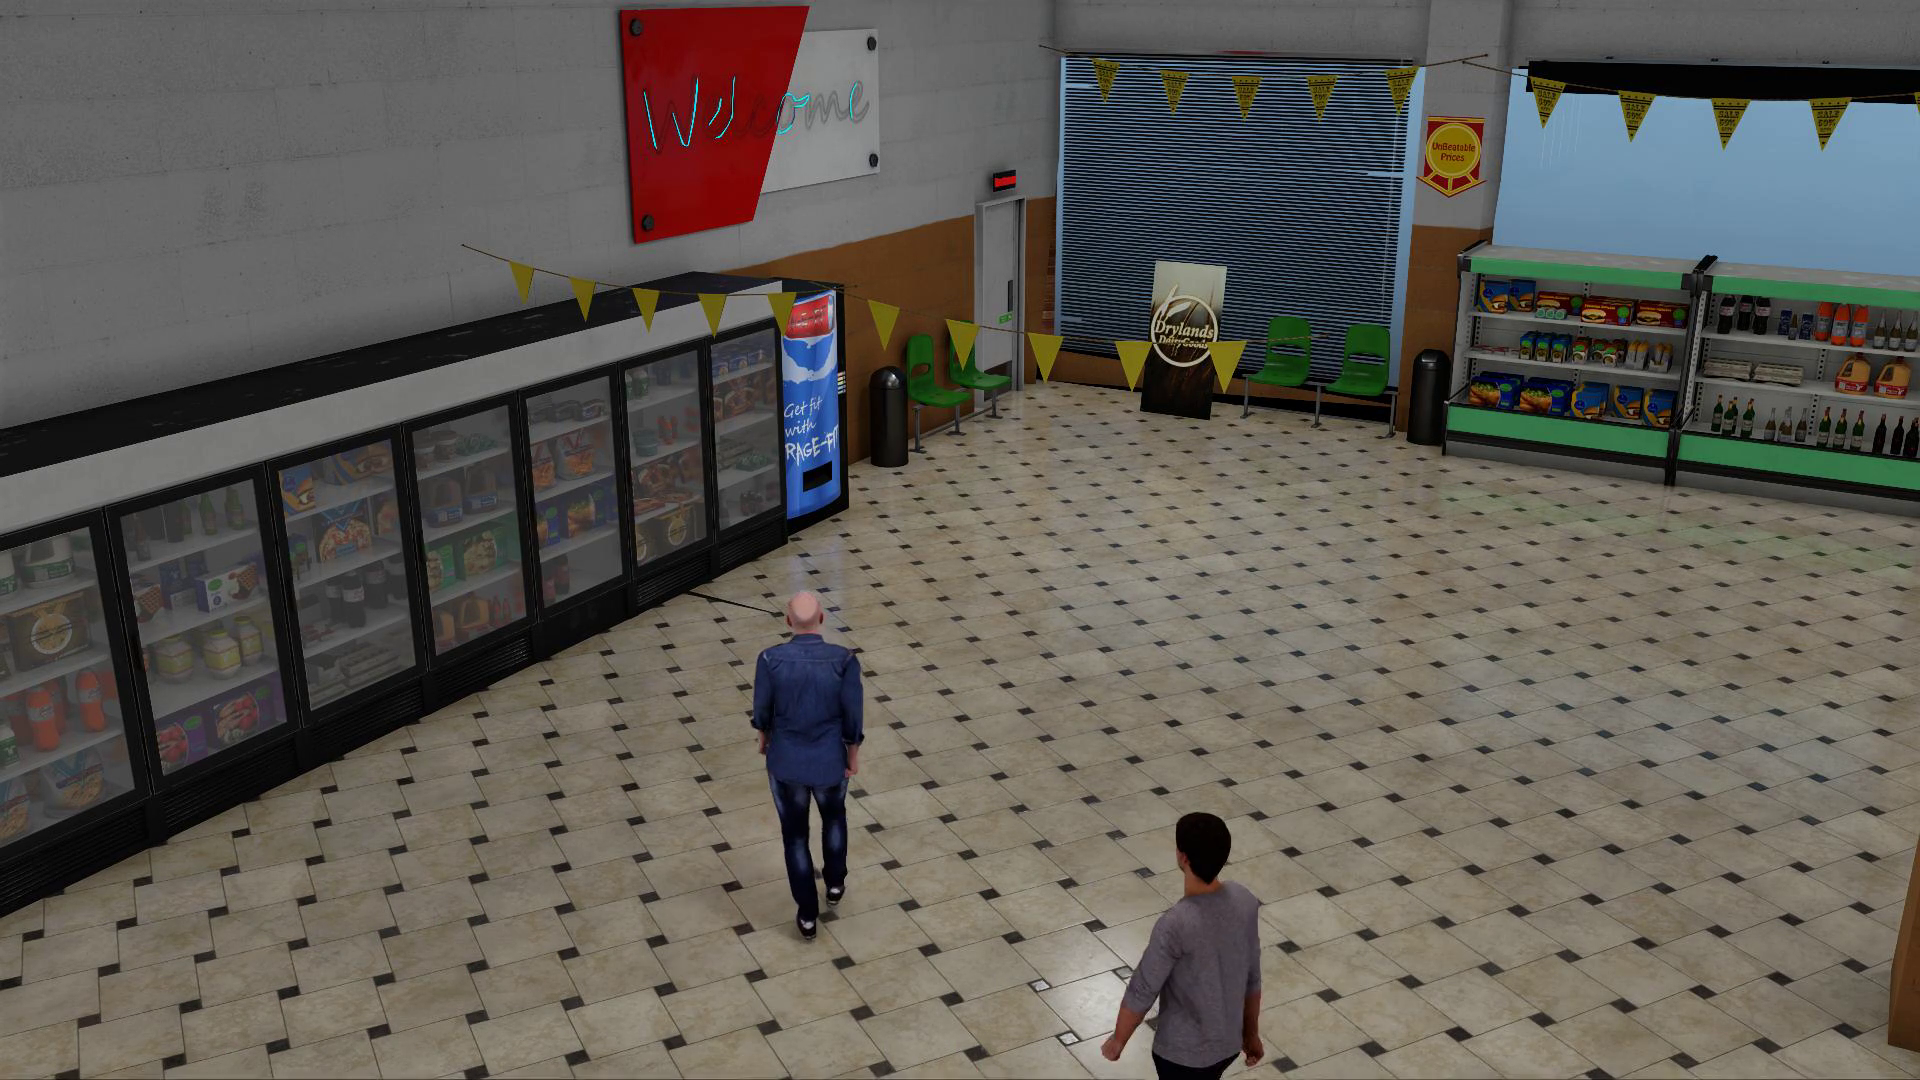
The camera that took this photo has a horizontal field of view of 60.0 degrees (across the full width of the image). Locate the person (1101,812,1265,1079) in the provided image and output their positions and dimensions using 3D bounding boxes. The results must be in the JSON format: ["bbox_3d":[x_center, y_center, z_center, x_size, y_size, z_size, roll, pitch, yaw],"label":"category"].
[{"bbox_3d":[0.939,1.916,6.089,0.903,1.793,1.236,-17,25,-41],"label":"person"}]

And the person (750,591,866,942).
[{"bbox_3d":[-0.753,1.163,8.307,0.915,1.803,0.977,-3,19,-9],"label":"person"}]
